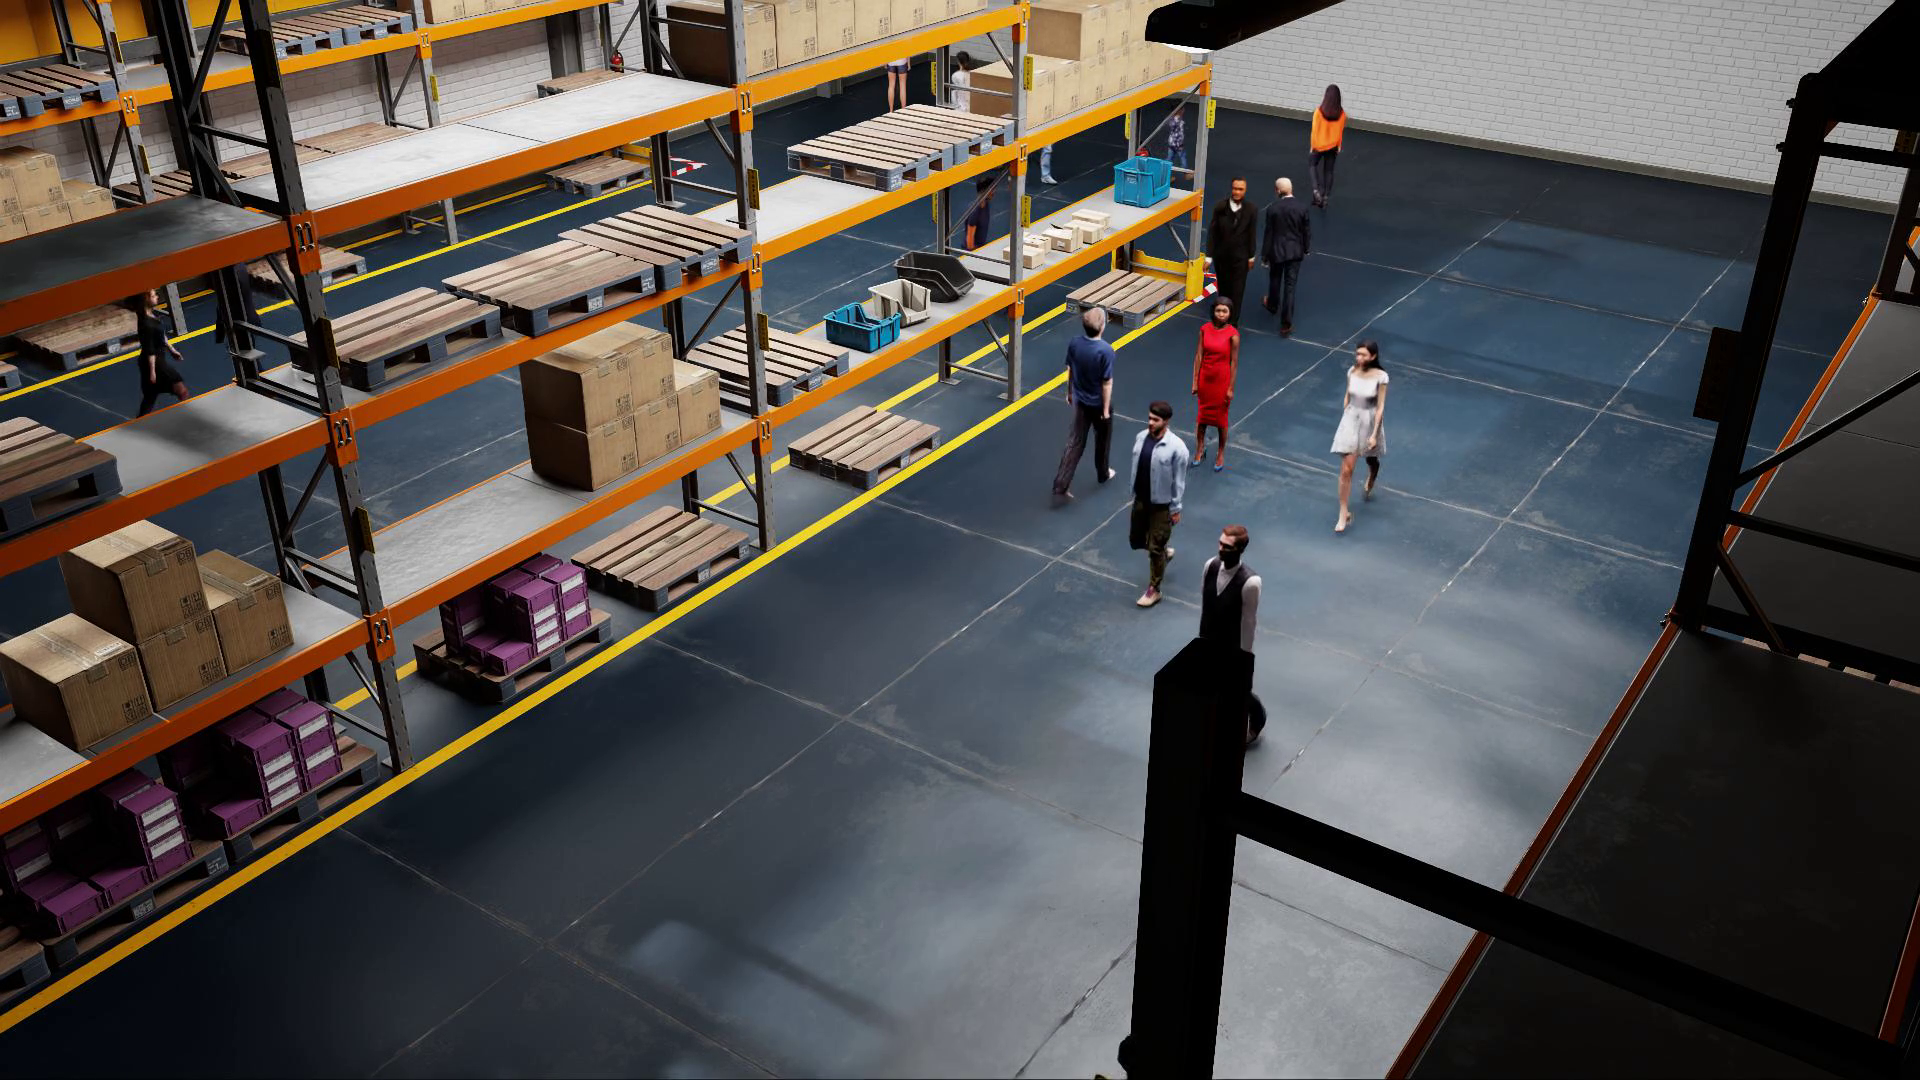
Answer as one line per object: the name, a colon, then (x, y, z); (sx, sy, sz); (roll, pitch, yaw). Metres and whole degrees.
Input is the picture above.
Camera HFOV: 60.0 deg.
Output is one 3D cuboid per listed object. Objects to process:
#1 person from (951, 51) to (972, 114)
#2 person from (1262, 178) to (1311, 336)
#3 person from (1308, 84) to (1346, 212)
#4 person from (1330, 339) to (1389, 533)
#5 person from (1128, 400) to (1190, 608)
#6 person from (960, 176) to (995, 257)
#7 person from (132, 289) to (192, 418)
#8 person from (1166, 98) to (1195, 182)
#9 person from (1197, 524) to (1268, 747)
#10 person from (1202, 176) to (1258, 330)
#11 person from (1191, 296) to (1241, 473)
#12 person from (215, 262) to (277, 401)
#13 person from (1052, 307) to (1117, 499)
person: (0.100, -6.391, 24.878); (0.896, 1.754, 0.913); (-10, 30, -18)
person: (3.734, -3.220, 19.068); (1.089, 1.750, 1.262); (3, 29, 6)
person: (5.113, -5.432, 23.137); (0.747, 1.738, 0.801); (-3, 29, -6)
person: (3.665, -0.986, 14.990); (0.593, 1.734, 1.182); (17, 33, 28)
person: (1.669, -0.331, 13.723); (0.762, 1.797, 0.879); (25, 37, 37)
person: (0.172, -3.373, 19.333); (0.881, 1.765, 0.687); (11, 31, 19)
person: (-7.979, -1.661, 16.300); (1.103, 1.664, 0.870); (-16, 33, -27)
person: (3.138, -5.847, 24.432); (0.882, 1.225, 0.742); (-13, 31, -22)
person: (1.924, 0.735, 11.653); (1.276, 1.907, 0.869); (-23, 36, -36)
person: (3.098, -3.249, 19.006); (0.949, 1.861, 1.309); (9, 30, 15)
person: (2.447, -1.494, 15.920); (0.587, 1.734, 0.528); (14, 32, 25)
person: (-7.342, -2.227, 17.198); (0.911, 1.798, 0.857); (-6, 29, -11)
person: (1.152, -1.217, 15.313); (0.683, 1.829, 1.163); (17, 33, 28)
